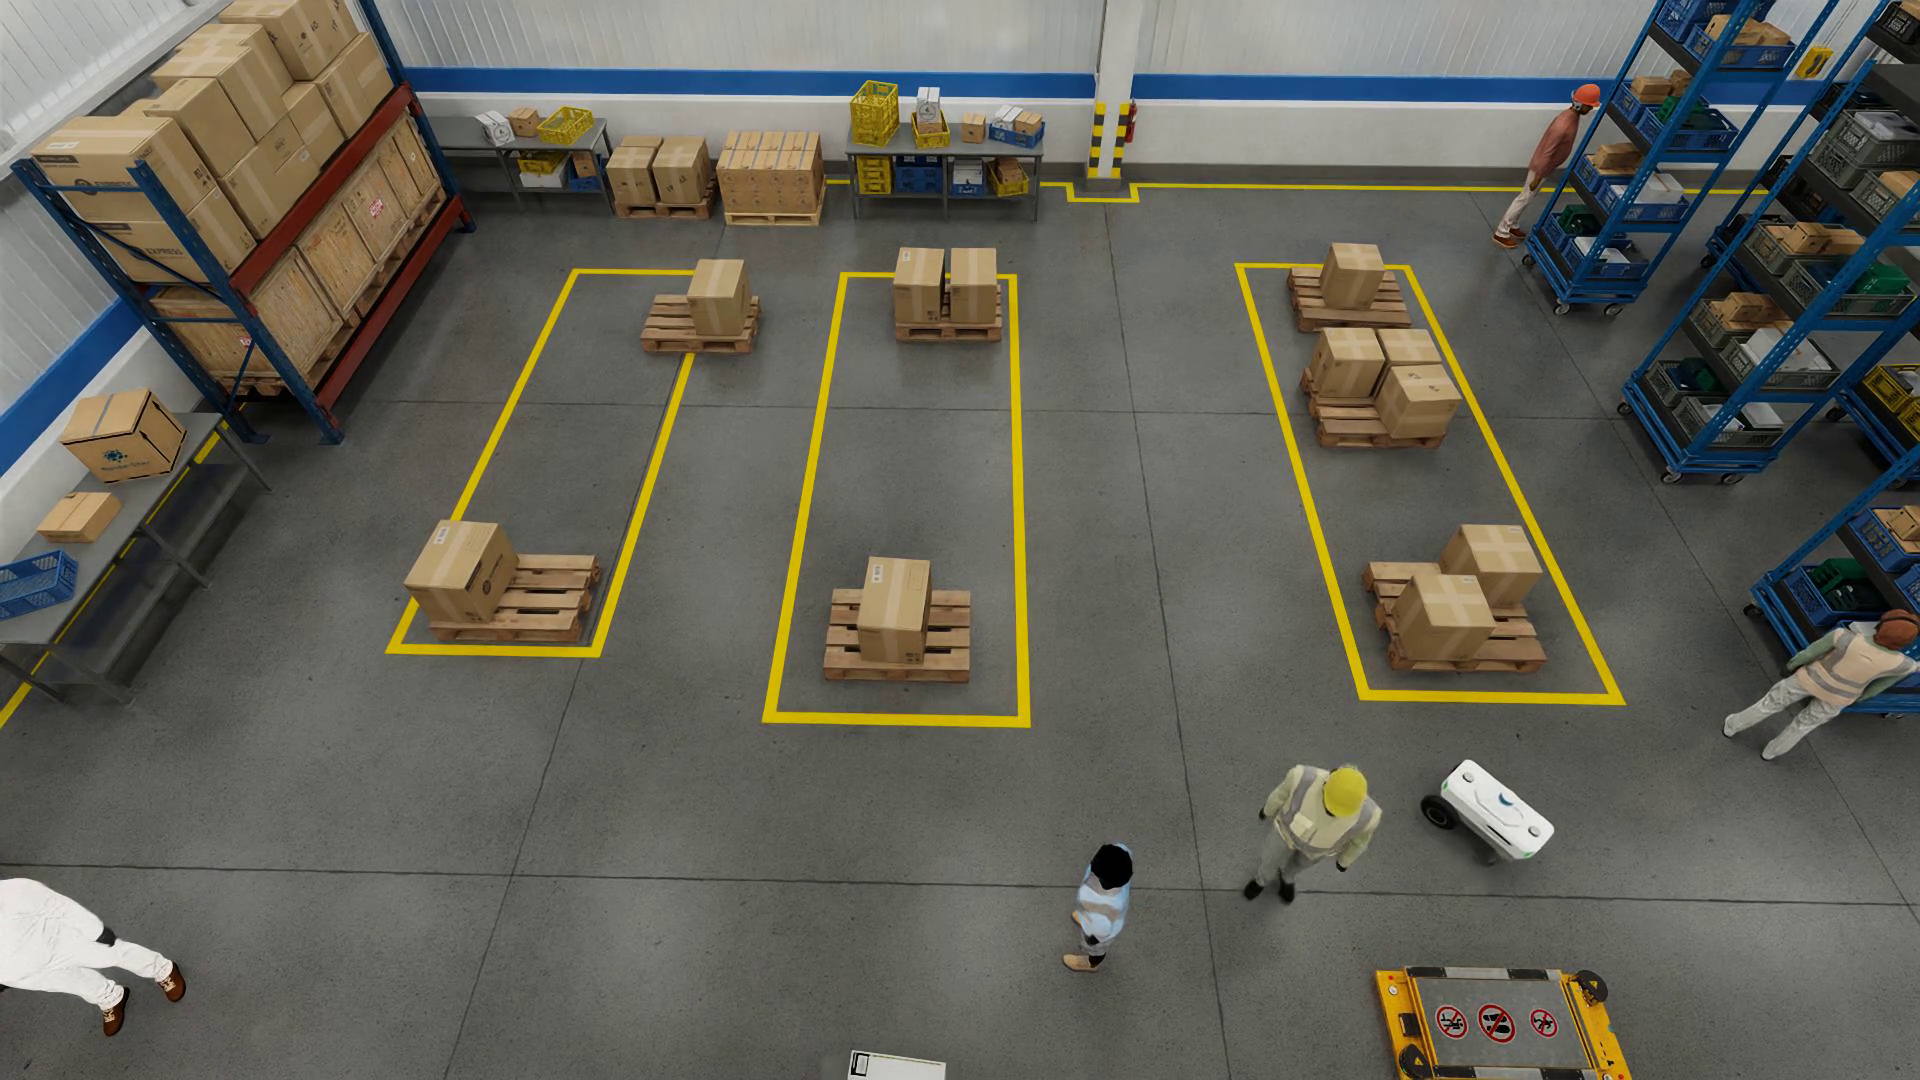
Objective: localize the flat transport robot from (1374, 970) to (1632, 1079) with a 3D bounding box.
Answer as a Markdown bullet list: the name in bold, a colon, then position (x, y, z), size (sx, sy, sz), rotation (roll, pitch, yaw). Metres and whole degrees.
- **flat transport robot**: position (3.501, 3.133, 5.914), size (1.431, 0.197, 0.652), rotation (1, 51, 1)

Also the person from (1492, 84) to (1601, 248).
- **person**: position (7.061, -4.479, 11.026), size (0.408, 1.987, 0.607), rotation (32, 58, 23)

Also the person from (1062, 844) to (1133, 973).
- **person**: position (0.867, 2.288, 5.688), size (0.322, 1.697, 0.533), rotation (16, 53, 13)

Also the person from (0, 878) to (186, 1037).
- **person**: position (-5.437, 2.456, 5.423), size (0.638, 1.903, 0.409), rotation (-25, 55, -19)

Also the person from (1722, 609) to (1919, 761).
- **person**: position (6.327, 1.068, 6.730), size (0.507, 1.632, 0.318), rotation (37, 60, 26)

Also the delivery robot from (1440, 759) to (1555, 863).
- **delivery robot**: position (3.871, 1.954, 6.635), size (0.477, 0.478, 0.707), rotation (-32, 58, -23)

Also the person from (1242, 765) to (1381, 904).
- **person**: position (2.251, 1.902, 5.923), size (0.619, 1.820, 0.426), rotation (25, 55, 19)
